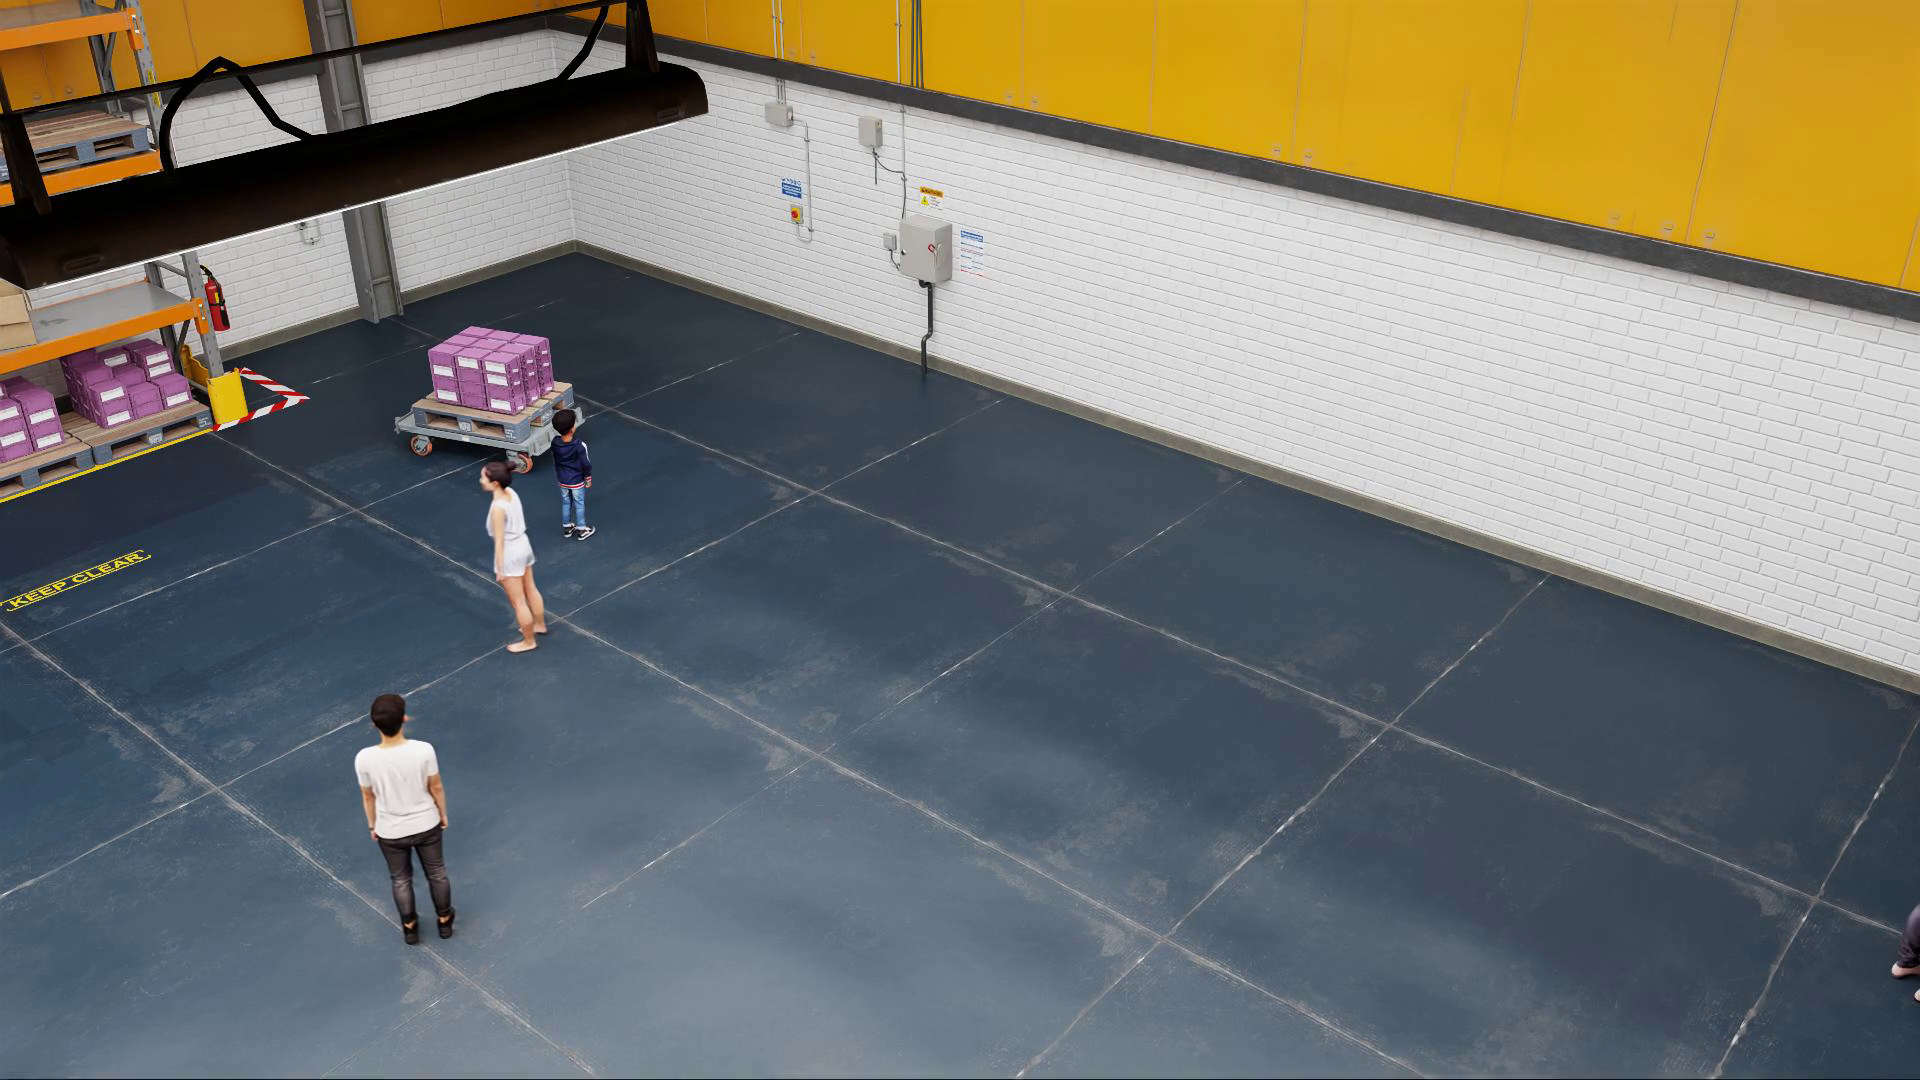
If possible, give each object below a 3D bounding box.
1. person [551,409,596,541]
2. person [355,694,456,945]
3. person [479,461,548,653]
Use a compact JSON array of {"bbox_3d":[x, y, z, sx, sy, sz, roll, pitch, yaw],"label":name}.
[{"bbox_3d":[-3.436,-0.582,14.670,0.572,1.221,0.567,10,30,17],"label":"person"},{"bbox_3d":[-3.332,1.683,9.999,0.633,1.718,0.750,-10,30,-18],"label":"person"},{"bbox_3d":[-3.491,0.109,13.005,0.714,1.604,0.628,2,29,4],"label":"person"}]
